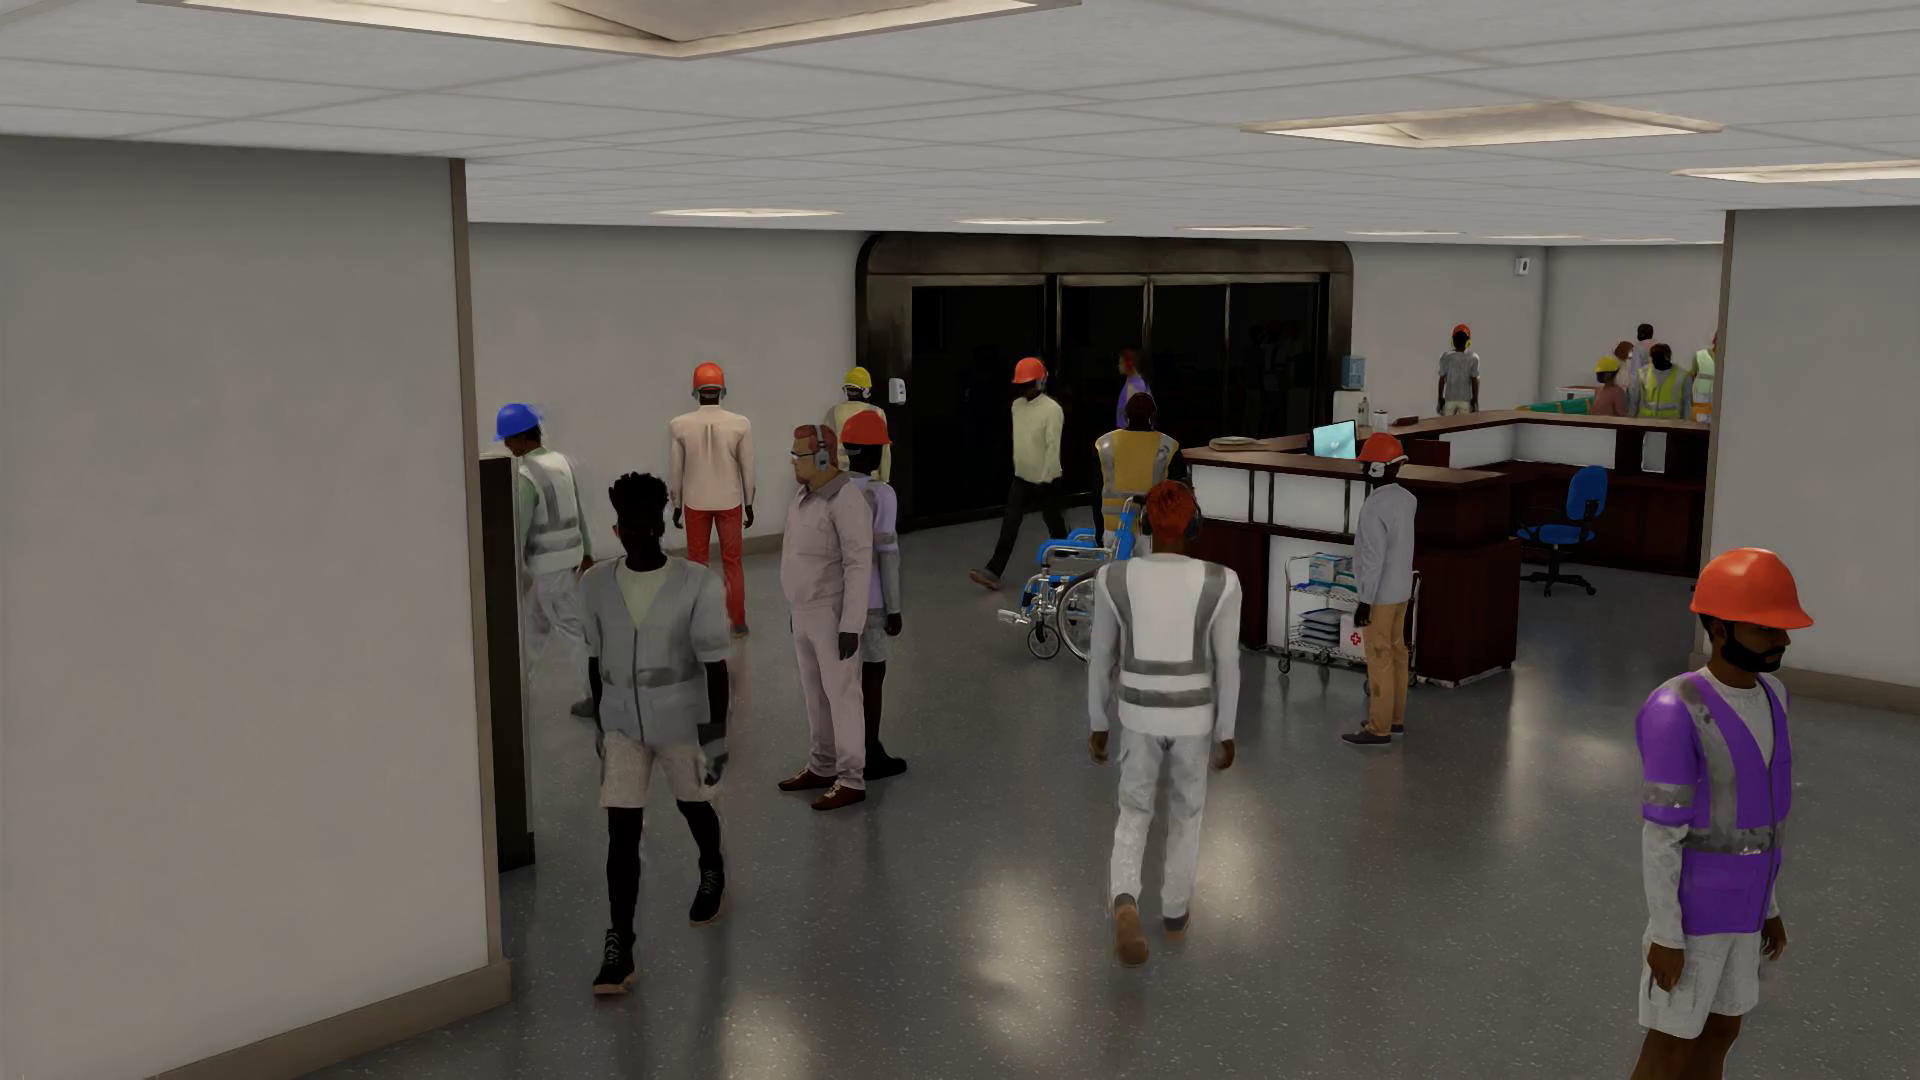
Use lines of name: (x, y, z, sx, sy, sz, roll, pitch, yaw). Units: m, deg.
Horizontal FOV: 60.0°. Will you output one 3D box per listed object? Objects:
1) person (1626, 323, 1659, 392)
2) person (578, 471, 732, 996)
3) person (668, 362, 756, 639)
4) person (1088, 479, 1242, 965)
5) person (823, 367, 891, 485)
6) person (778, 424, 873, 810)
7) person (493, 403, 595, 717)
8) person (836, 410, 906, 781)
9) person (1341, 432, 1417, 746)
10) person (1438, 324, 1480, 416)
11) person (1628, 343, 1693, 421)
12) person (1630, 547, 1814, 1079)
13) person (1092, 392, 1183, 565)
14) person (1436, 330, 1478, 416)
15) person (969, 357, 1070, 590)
person: (10.259, -2.333, 25.023, 0.636, 1.842, 0.429, -5, 11, -30)
person: (-1.155, 0.676, 6.386, 0.625, 1.921, 1.062, 1, 9, 8)
person: (-1.767, -0.270, 11.895, 0.611, 1.997, 0.375, -1, 9, -7)
person: (0.772, 0.701, 6.369, 0.583, 1.863, 0.752, 2, 10, 14)
person: (-0.859, -0.553, 14.136, 0.590, 1.833, 0.404, 3, 10, 17)
person: (-0.691, 0.373, 8.237, 0.402, 1.904, 0.651, -5, 11, -30)
person: (-2.488, 0.127, 9.827, 0.988, 1.872, 0.665, 2, 9, 10)
person: (-0.503, 0.285, 8.711, 0.546, 1.931, 0.383, 9, 13, 43)
person: (2.338, 0.274, 9.303, 0.338, 1.752, 0.564, 7, 11, 35)
person: (6.546, -1.859, 21.823, 0.544, 1.938, 0.355, 6, 11, 33)
person: (7.943, -1.323, 18.912, 0.658, 1.819, 0.431, 6, 11, 33)
person: (2.029, 0.975, 4.440, 0.543, 1.939, 0.360, -6, 11, -34)
person: (1.201, -0.081, 11.255, 0.626, 1.837, 0.429, 2, 10, 14)
person: (6.461, -1.787, 21.589, 0.531, 1.870, 0.318, 4, 10, 21)
person: (0.565, -0.531, 13.692, 1.058, 1.925, 0.628, -8, 12, -41)
